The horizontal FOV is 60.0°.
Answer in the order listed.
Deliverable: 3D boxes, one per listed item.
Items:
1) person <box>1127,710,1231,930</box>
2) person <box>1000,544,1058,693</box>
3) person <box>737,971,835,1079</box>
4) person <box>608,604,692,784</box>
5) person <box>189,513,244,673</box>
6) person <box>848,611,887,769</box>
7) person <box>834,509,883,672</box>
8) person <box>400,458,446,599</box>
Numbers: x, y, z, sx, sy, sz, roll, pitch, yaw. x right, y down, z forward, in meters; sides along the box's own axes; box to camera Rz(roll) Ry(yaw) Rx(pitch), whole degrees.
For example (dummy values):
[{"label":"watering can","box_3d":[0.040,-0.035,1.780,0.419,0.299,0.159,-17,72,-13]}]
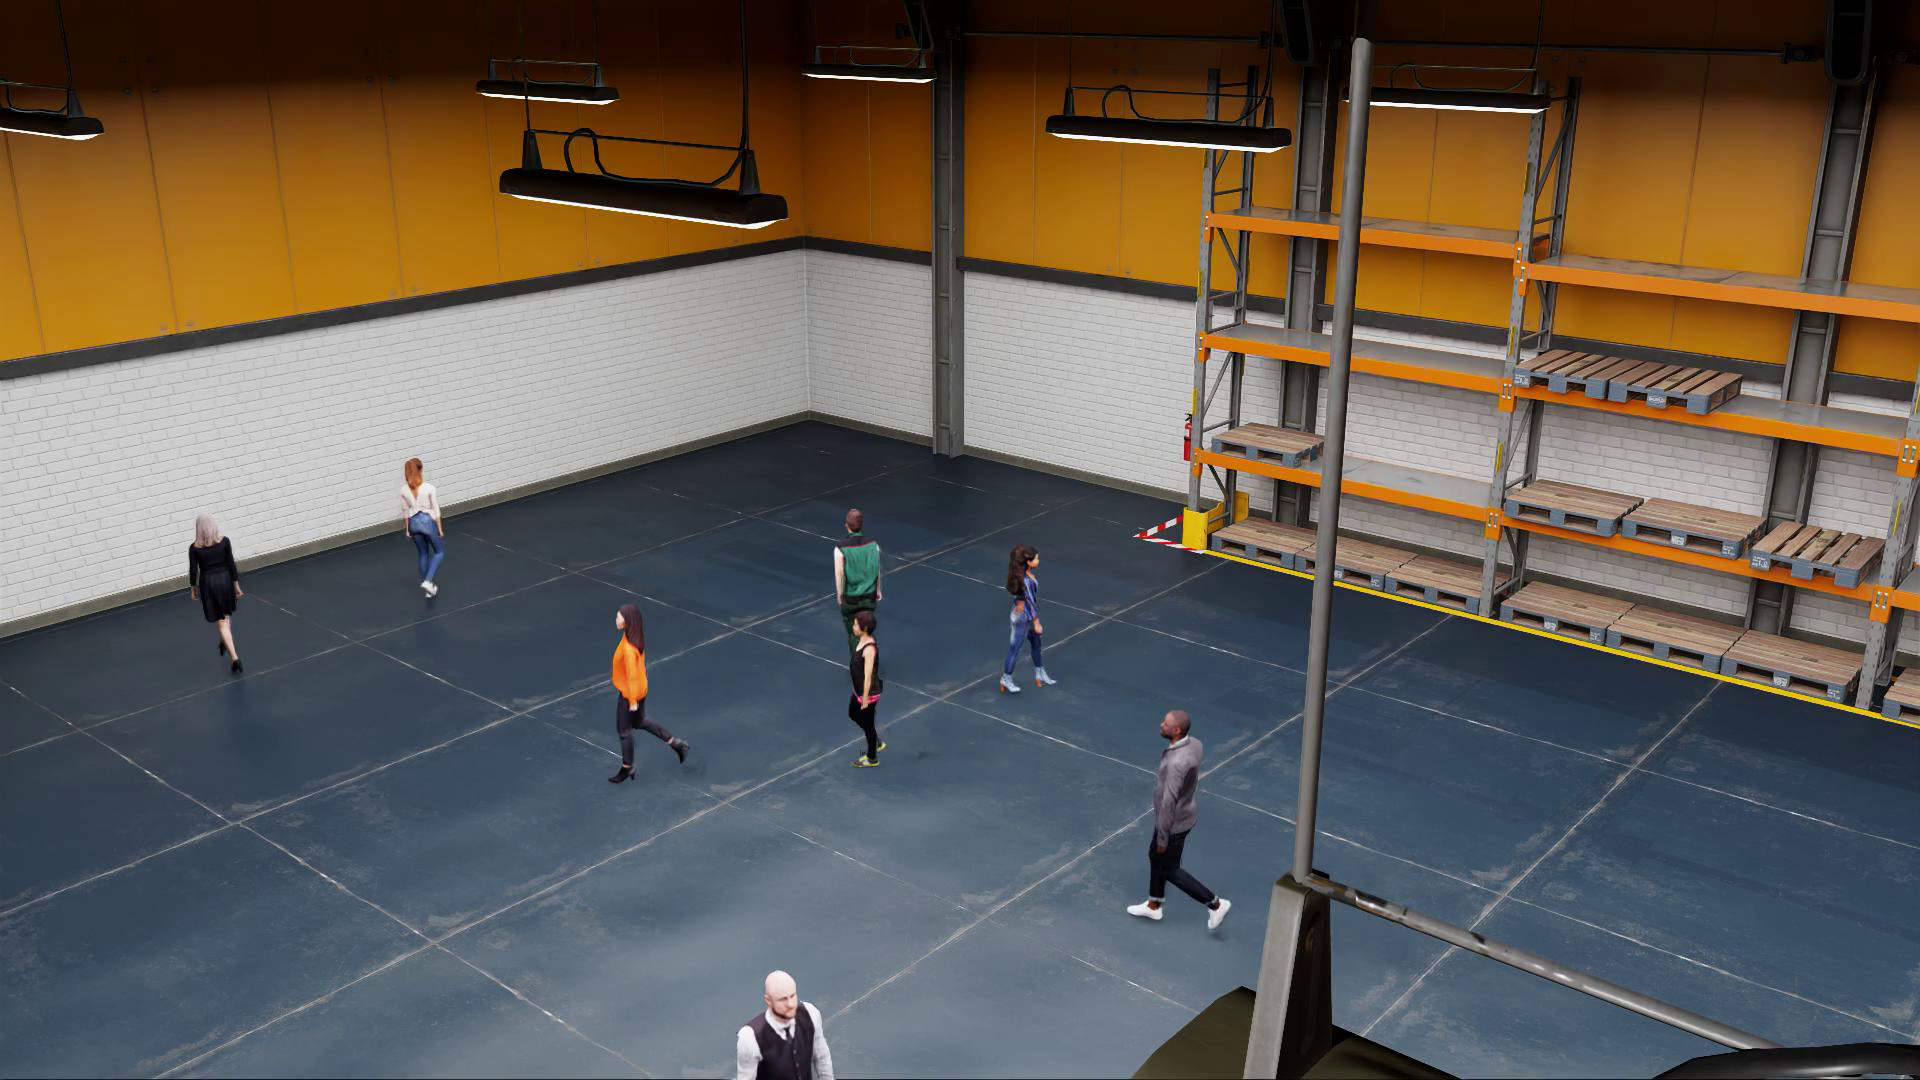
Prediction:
[{"label":"person","box_3d":[1.719,2.163,12.680,1.175,1.794,0.988,5,19,15]},{"label":"person","box_3d":[0.560,0.824,16.962,0.955,1.599,0.875,1,19,3]},{"label":"person","box_3d":[-1.050,3.233,9.526,0.779,1.779,1.194,-18,25,-42]},{"label":"person","box_3d":[-2.882,1.389,15.083,1.071,1.726,1.000,-1,19,-4]},{"label":"person","box_3d":[-7.778,0.584,17.485,0.737,1.720,1.055,-14,23,-36]},{"label":"person","box_3d":[-0.796,1.371,15.419,0.726,1.546,0.660,-3,19,-8]},{"label":"person","box_3d":[-1.042,0.590,17.290,0.763,1.832,0.820,-8,20,-22]},{"label":"person","box_3d":[-6.327,-0.105,19.542,0.841,1.712,0.884,2,19,7]}]
